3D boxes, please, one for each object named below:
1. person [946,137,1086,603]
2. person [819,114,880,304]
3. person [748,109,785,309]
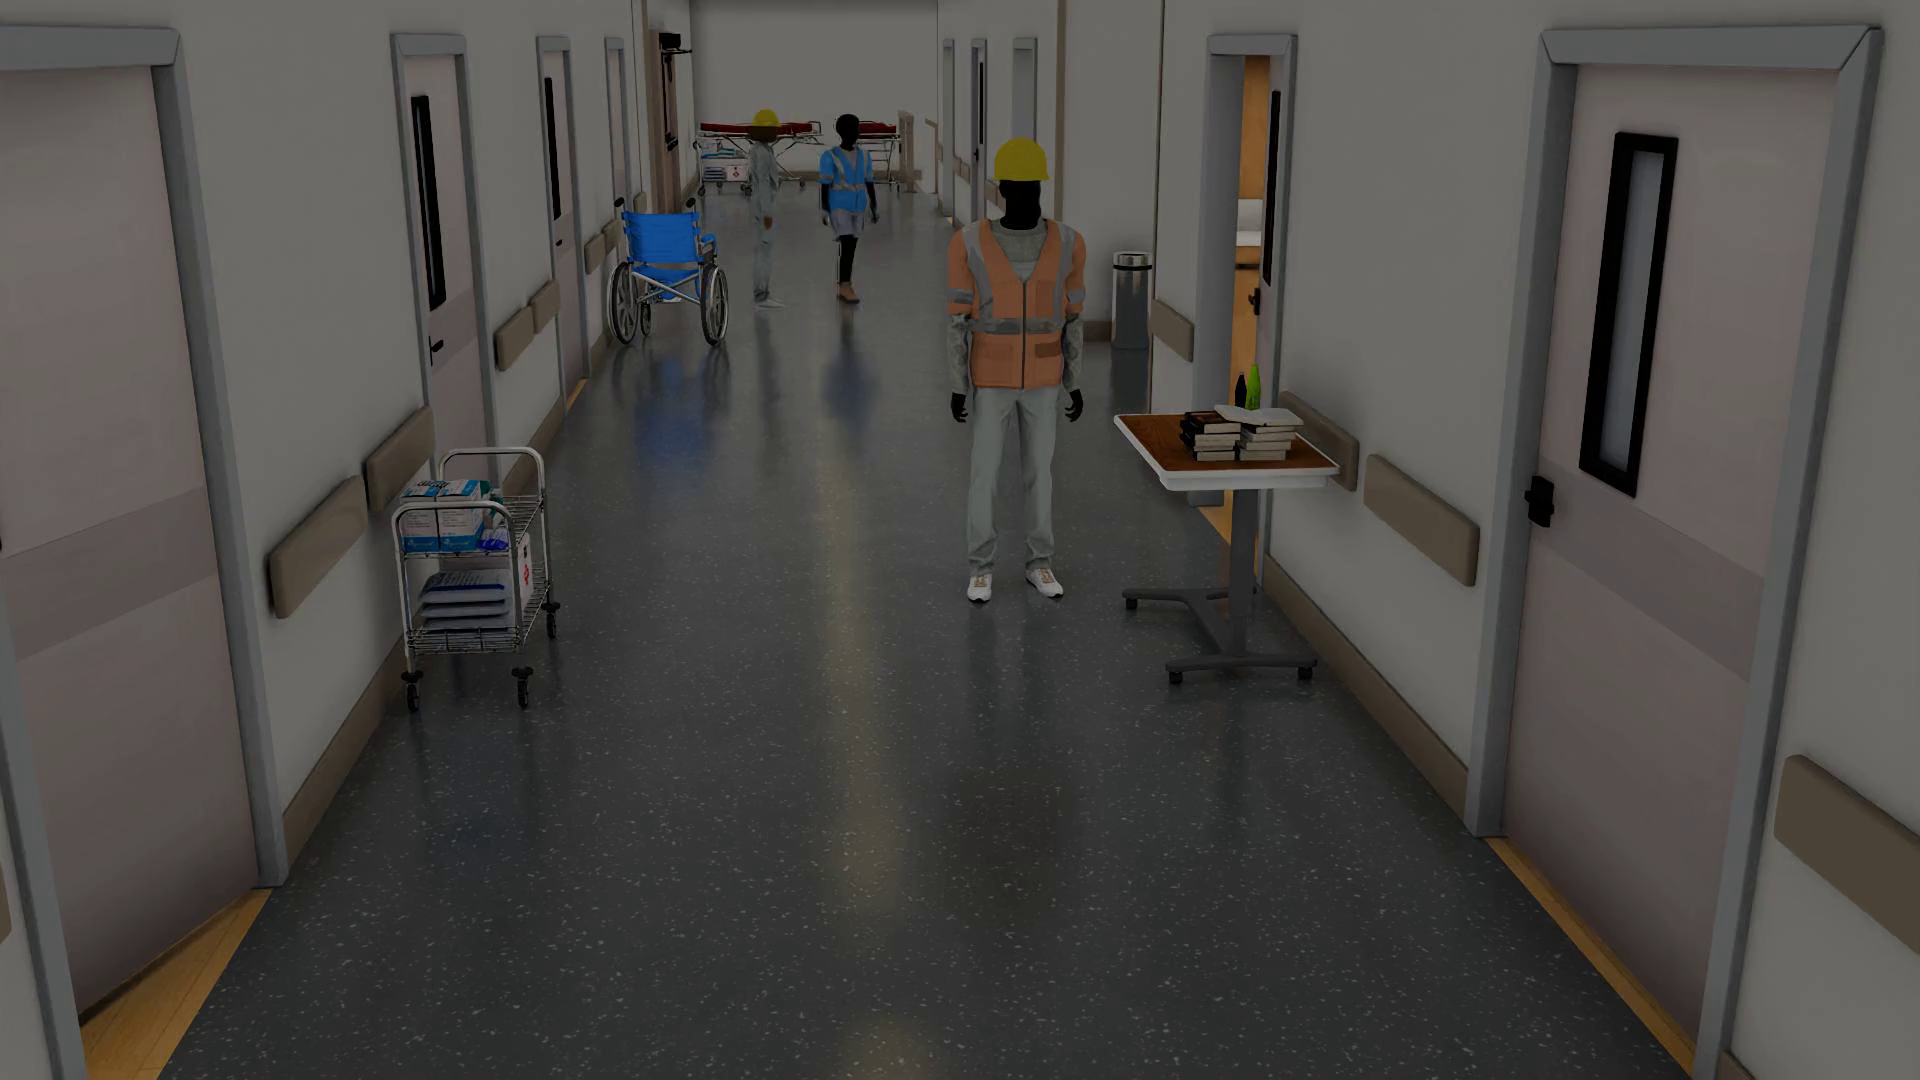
[{"bbox_3d":[0.238,-0.693,6.953,0.590,1.930,0.359,-3,17,-10],"label":"person"},{"bbox_3d":[-0.957,-2.976,15.001,0.550,1.673,0.611,-14,22,-39],"label":"person"},{"bbox_3d":[-1.720,-2.933,14.805,0.331,1.735,0.532,-4,17,-12],"label":"person"}]
